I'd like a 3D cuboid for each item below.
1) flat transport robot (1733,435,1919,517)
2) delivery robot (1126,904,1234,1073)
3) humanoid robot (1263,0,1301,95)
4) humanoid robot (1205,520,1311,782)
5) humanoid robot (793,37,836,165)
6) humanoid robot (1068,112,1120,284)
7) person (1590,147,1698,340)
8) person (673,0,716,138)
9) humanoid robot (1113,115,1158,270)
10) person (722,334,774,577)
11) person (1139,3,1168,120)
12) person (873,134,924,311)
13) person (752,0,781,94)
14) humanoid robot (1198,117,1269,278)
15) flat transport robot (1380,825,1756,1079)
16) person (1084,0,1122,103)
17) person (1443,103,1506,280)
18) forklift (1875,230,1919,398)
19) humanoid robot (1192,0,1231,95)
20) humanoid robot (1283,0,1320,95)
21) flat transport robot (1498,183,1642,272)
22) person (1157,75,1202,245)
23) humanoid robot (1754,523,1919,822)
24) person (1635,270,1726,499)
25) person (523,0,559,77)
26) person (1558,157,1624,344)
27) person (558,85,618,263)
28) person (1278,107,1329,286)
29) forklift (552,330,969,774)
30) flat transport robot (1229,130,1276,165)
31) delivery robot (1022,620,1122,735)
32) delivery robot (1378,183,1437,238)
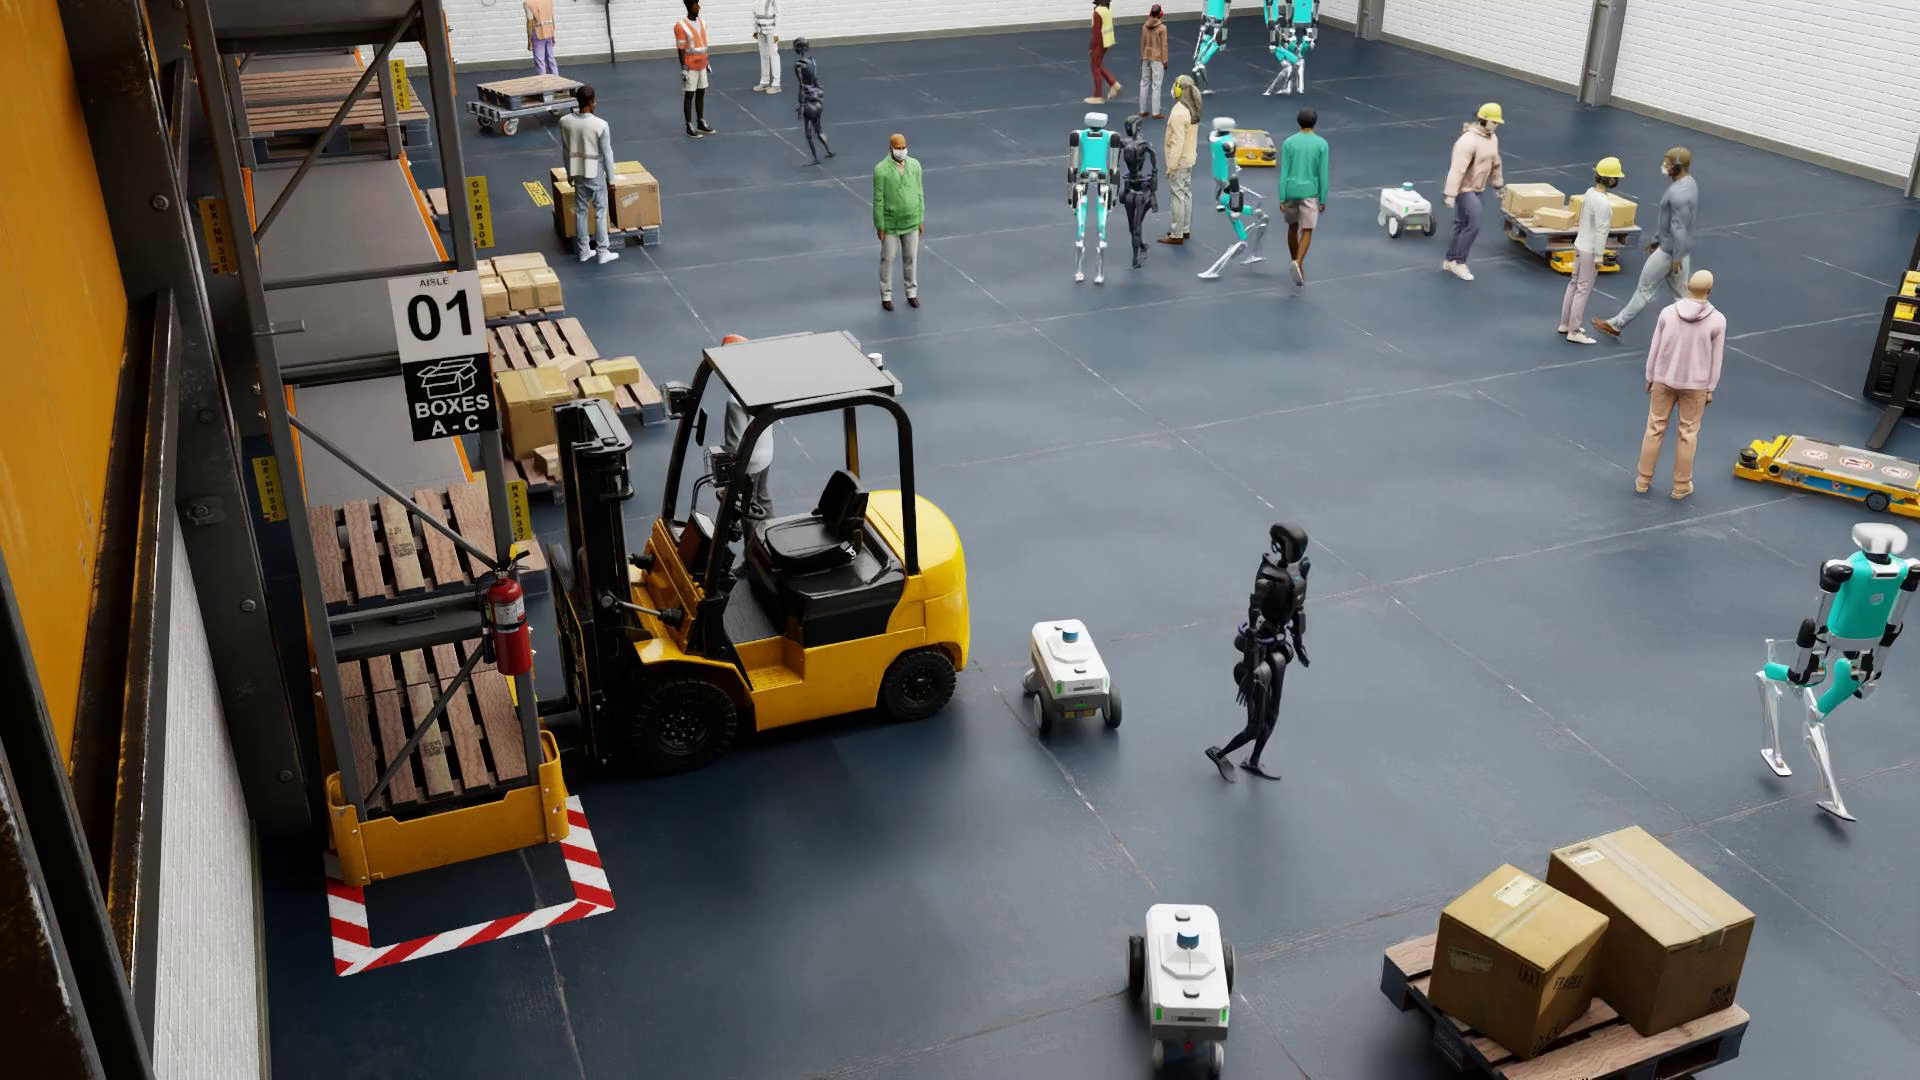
[{"bbox_3d":[6.903,-0.520,13.021,1.431,0.231,0.659,18,32,32],"label":"flat transport robot"},{"bbox_3d":[1.034,2.017,7.655,0.499,0.592,0.792,1,27,2],"label":"delivery robot"},{"bbox_3d":[5.035,-7.734,25.755,0.813,1.782,0.531,6,27,11],"label":"humanoid robot"},{"bbox_3d":[1.675,0.608,9.232,0.442,1.646,0.589,21,34,36],"label":"humanoid robot"},{"bbox_3d":[-1.934,-5.788,21.942,0.456,1.644,0.614,8,28,16],"label":"humanoid robot"},{"bbox_3d":[1.370,-3.505,17.261,0.531,1.730,0.730,3,27,5],"label":"humanoid robot"},{"bbox_3d":[6.596,-2.750,15.648,0.994,1.885,0.642,16,31,28],"label":"person"},{"bbox_3d":[-3.724,-6.675,23.379,0.368,1.965,0.601,15,30,28],"label":"person"},{"bbox_3d":[1.936,-3.790,18.009,0.608,1.617,0.688,21,33,35],"label":"humanoid robot"},{"bbox_3d":[-1.480,-0.585,11.516,0.351,1.738,0.572,7,28,14],"label":"person"},{"bbox_3d":[2.833,-7.022,24.423,0.463,1.648,0.327,21,34,36],"label":"person"},{"bbox_3d":[-0.615,-3.178,16.640,0.534,1.778,0.390,-12,29,-22],"label":"person"},{"bbox_3d":[-3.033,-7.970,26.041,0.572,1.887,0.356,23,35,38],"label":"person"},{"bbox_3d":[3.022,-3.585,17.539,1.013,1.745,0.539,-7,28,-13],"label":"humanoid robot"},{"bbox_3d":[2.658,2.246,7.520,0.659,0.231,1.431,-11,29,-21],"label":"flat transport robot"},{"bbox_3d":[2.166,-7.522,25.300,0.473,1.757,0.469,9,28,18],"label":"person"},{"bbox_3d":[5.453,-3.687,17.575,0.614,1.837,0.804,23,35,38],"label":"person"},{"bbox_3d":[9.029,-2.397,14.618,1.214,2.155,2.313,18,32,32],"label":"forklift"},{"bbox_3d":[3.800,-7.735,25.752,0.725,1.793,0.557,-24,35,-39],"label":"humanoid robot"},{"bbox_3d":[5.270,-7.823,25.945,0.541,1.831,0.681,1,27,2],"label":"humanoid robot"},{"bbox_3d":[6.725,-3.267,18.485,0.659,0.231,1.431,-2,27,-4],"label":"flat transport robot"},{"bbox_3d":[2.491,-4.261,18.677,0.395,1.875,0.568,13,29,24],"label":"person"},{"bbox_3d":[4.707,0.643,9.077,0.543,1.765,0.919,-2,27,-4],"label":"humanoid robot"},{"bbox_3d":[5.465,-1.172,12.632,0.523,1.783,0.407,16,31,28],"label":"person"},{"bbox_3d":[-6.426,-7.714,25.587,0.379,1.836,0.564,15,30,28],"label":"person"},{"bbox_3d":[6.013,-2.756,15.802,0.324,1.766,0.532,1,27,2],"label":"person"},{"bbox_3d":[-4.011,-3.946,18.019,0.595,1.908,0.409,8,28,16],"label":"person"},{"bbox_3d":[3.580,-3.596,17.447,0.520,1.801,0.865,9,28,17],"label":"person"},{"bbox_3d":[-1.094,0.010,9.831,2.313,2.155,1.214,-10,28,-20],"label":"forklift"},{"bbox_3d":[3.902,-5.348,22.625,0.659,0.231,1.431,2,27,3],"label":"flat transport robot"},{"bbox_3d":[0.664,0.807,10.065,0.508,0.595,0.766,-5,27,-9],"label":"delivery robot"},{"bbox_3d":[5.164,-3.840,19.296,0.499,0.585,0.772,-5,27,-10],"label":"delivery robot"}]
